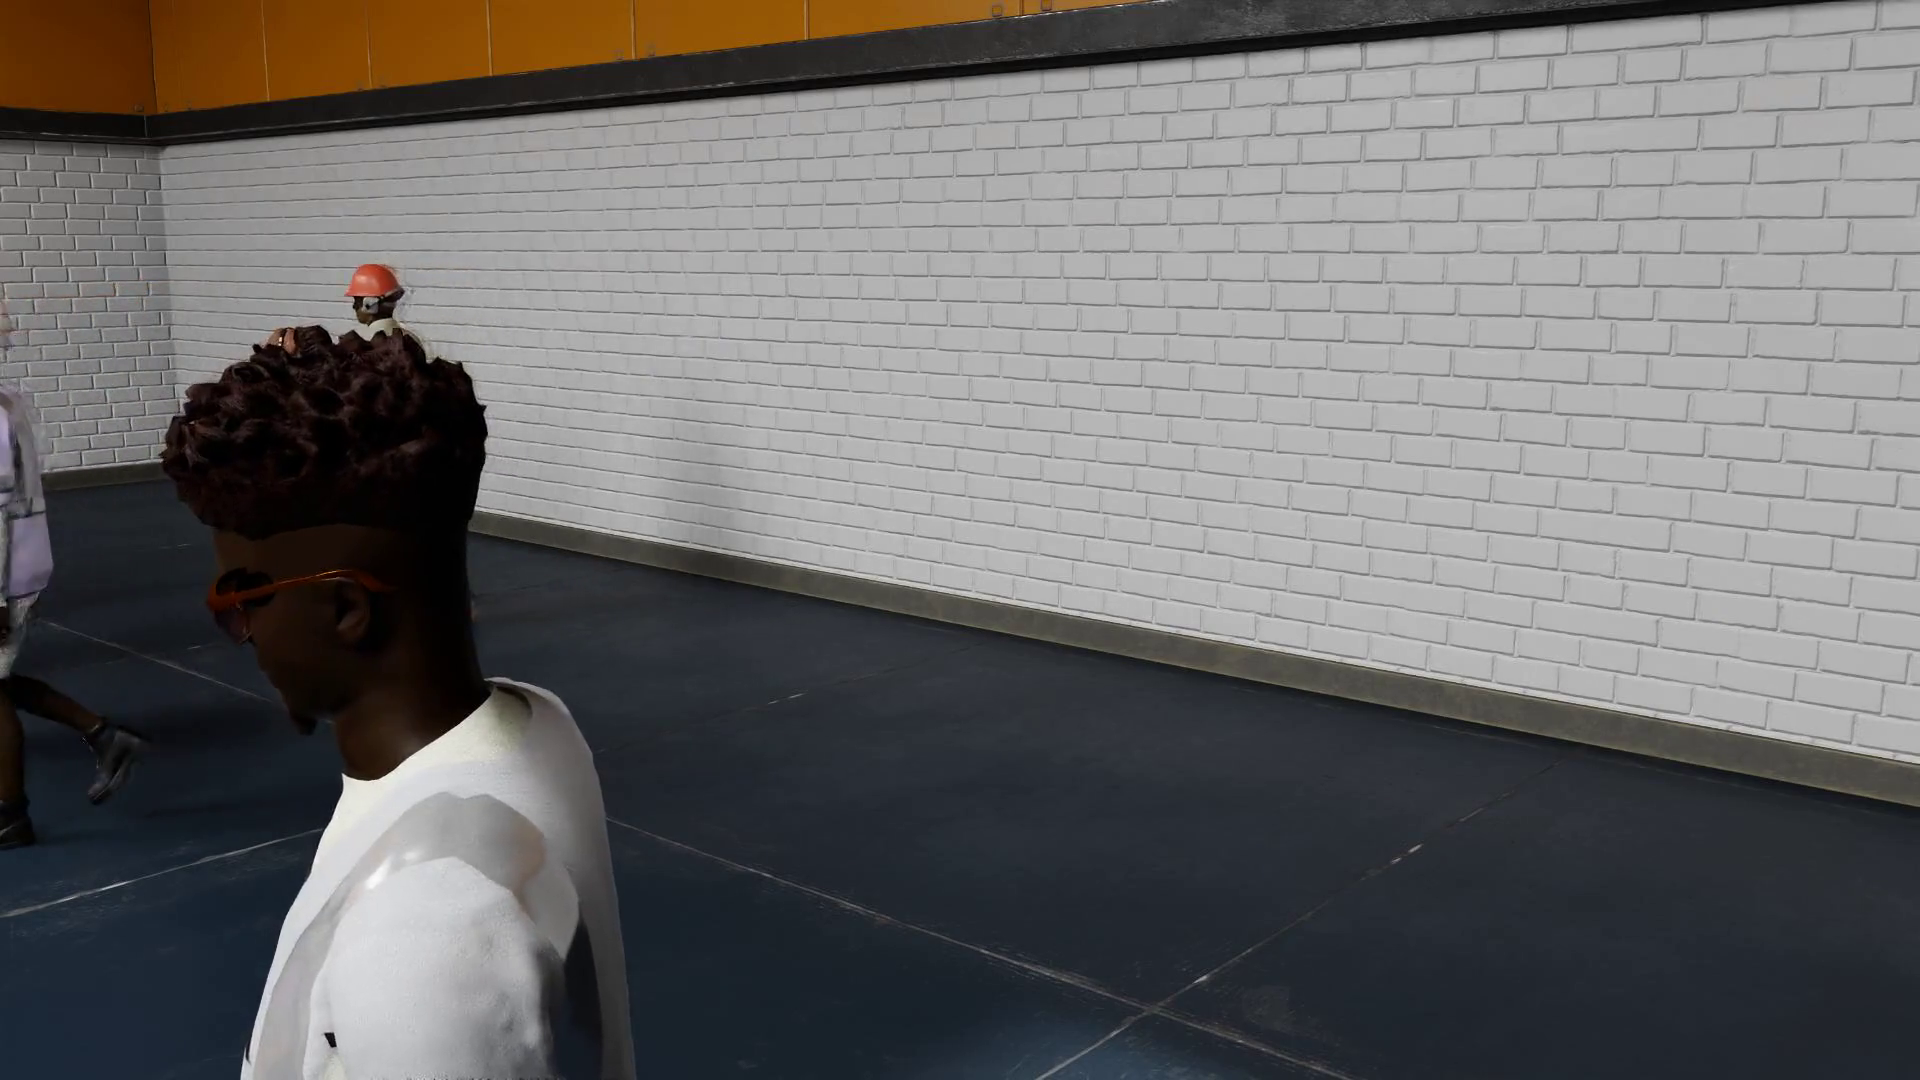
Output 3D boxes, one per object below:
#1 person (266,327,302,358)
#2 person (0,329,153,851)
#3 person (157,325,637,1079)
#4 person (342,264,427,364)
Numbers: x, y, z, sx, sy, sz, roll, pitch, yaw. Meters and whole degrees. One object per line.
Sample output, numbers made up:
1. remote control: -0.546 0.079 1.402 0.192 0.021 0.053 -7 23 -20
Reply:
1. person: -3.275 -0.227 8.212 0.314 1.642 0.514 0 10 1
2. person: -3.159 0.099 5.587 0.594 1.920 0.542 -6 12 -30
3. person: -0.466 0.790 1.519 0.379 1.958 0.600 -2 10 -11
4. person: -3.139 -0.514 9.022 1.065 1.939 0.612 1 10 7
